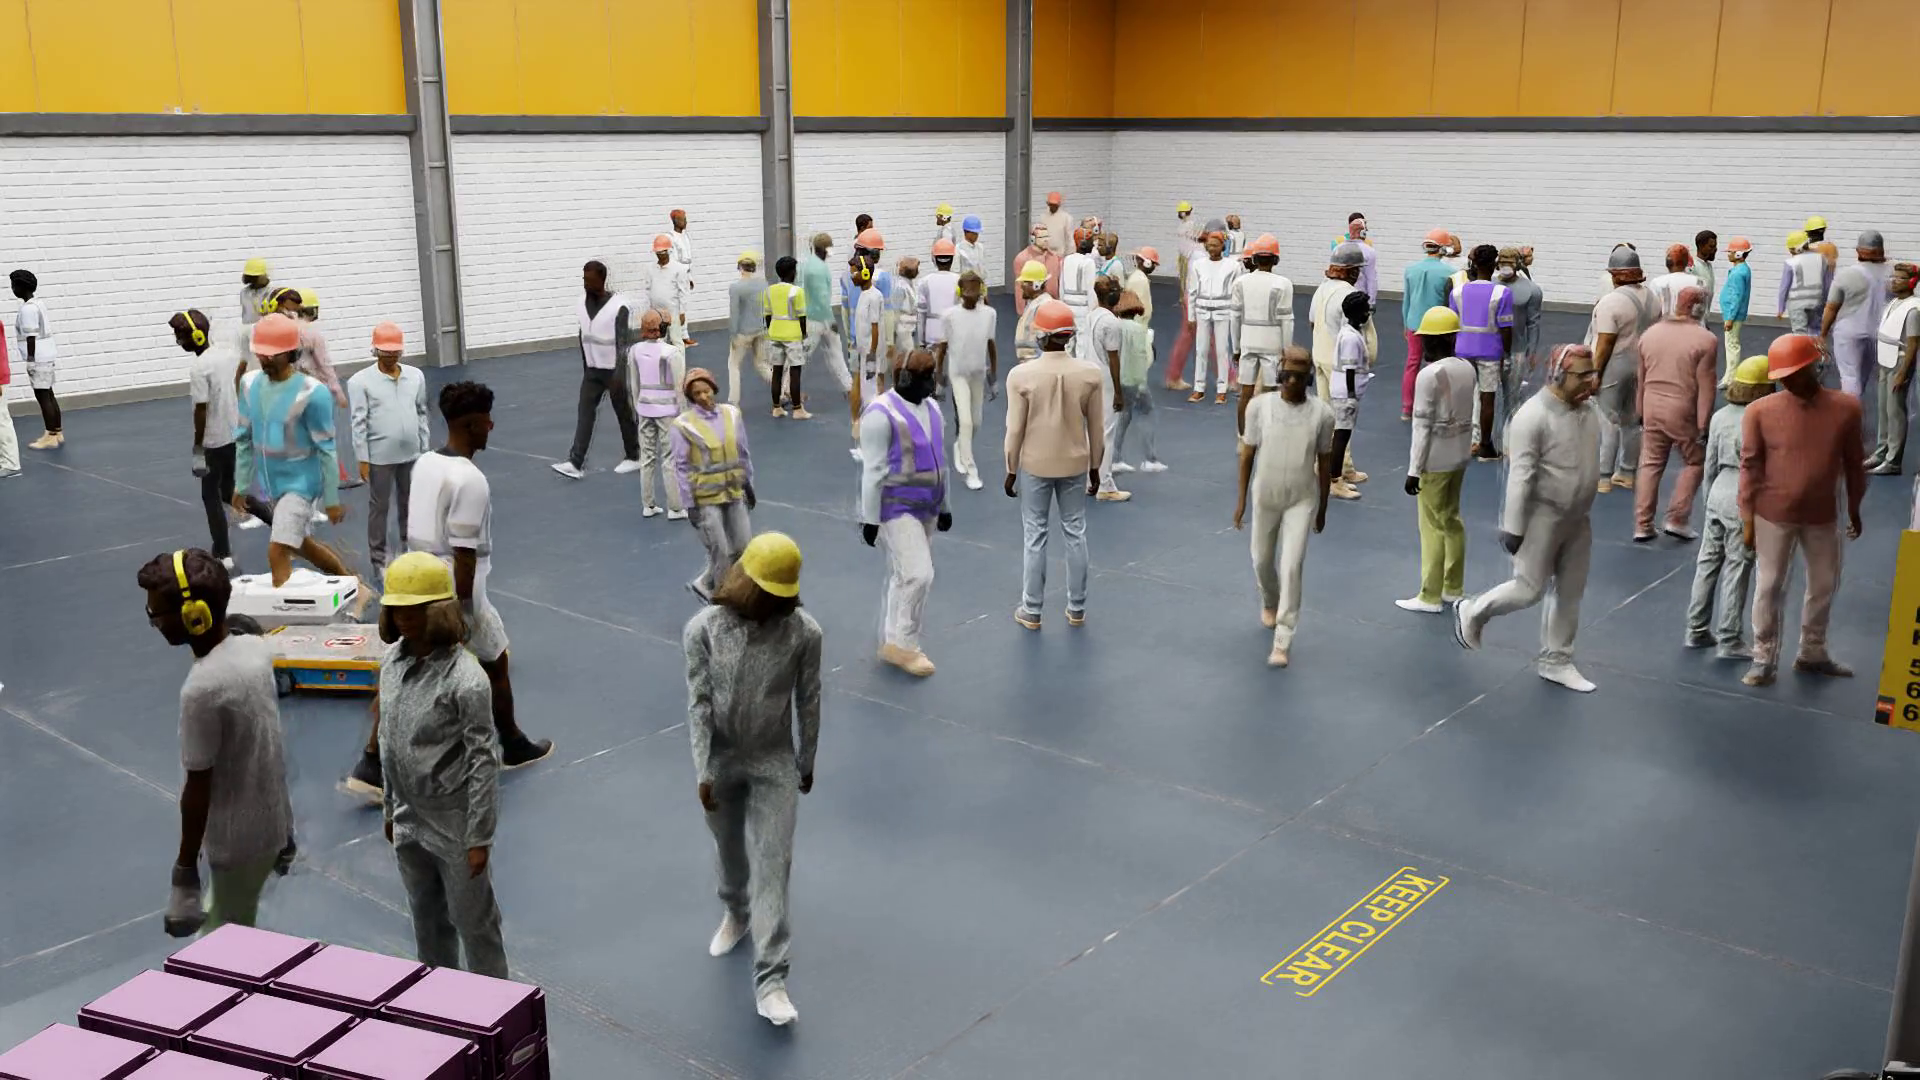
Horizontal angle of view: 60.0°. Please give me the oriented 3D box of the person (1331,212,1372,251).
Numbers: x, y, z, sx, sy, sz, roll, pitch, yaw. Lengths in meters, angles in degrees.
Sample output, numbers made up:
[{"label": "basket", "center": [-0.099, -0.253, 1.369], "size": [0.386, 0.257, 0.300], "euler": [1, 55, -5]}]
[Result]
[{"label": "person", "center": [5.019, -3.249, 21.415], "size": [0.590, 1.915, 0.392], "euler": [-6, 15, -24]}]

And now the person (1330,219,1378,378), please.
[{"label": "person", "center": [4.767, -2.907, 20.064], "size": [0.410, 1.909, 0.643], "euler": [-12, 18, -40]}]

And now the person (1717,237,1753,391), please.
[{"label": "person", "center": [8.883, -2.597, 19.134], "size": [0.330, 1.751, 0.564], "euler": [7, 16, 26]}]

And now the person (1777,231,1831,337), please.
[{"label": "person", "center": [10.223, -2.856, 20.178], "size": [0.646, 1.763, 0.896], "euler": [-3, 14, -12]}]

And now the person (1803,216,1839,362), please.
[{"label": "person", "center": [10.575, -3.048, 20.626], "size": [0.591, 1.913, 0.421], "euler": [-7, 16, -26]}]

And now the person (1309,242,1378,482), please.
[{"label": "person", "center": [3.307, -1.528, 14.280], "size": [0.537, 2.000, 0.683], "euler": [-4, 15, -16]}]

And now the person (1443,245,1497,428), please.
[{"label": "person", "center": [5.111, -2.006, 16.595], "size": [0.619, 1.845, 0.430], "euler": [0, 14, 2]}]

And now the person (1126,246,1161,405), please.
[{"label": "person", "center": [1.963, -2.328, 18.122], "size": [0.415, 1.717, 0.586], "euler": [0, 14, 2]}]

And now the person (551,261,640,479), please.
[{"label": "person", "center": [-3.119, -1.453, 14.321], "size": [0.621, 1.864, 0.982], "euler": [8, 16, 29]}]

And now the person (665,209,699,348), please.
[{"label": "person", "center": [-3.831, -3.577, 22.784], "size": [0.345, 1.883, 0.584], "euler": [5, 15, 19]}]

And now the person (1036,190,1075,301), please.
[{"label": "person", "center": [1.544, -4.739, 27.249], "size": [0.659, 1.971, 0.580], "euler": [4, 15, 16]}]

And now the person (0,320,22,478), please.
[{"label": "person", "center": [-8.439, -1.407, 14.411], "size": [0.574, 1.739, 0.350], "euler": [13, 19, 43]}]

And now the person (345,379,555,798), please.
[{"label": "person", "center": [-2.384, 0.231, 7.561], "size": [0.604, 1.909, 1.021], "euler": [12, 18, 40]}]

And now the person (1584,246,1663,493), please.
[{"label": "person", "center": [5.449, -1.425, 13.868], "size": [0.685, 2.000, 0.535], "euler": [-8, 16, -30]}]

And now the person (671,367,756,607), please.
[{"label": "person", "center": [-1.496, -0.256, 10.078], "size": [0.487, 1.607, 0.556], "euler": [13, 19, 42]}]

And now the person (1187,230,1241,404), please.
[{"label": "person", "center": [2.774, -2.435, 18.219], "size": [0.586, 1.883, 0.343], "euler": [6, 15, 22]}]

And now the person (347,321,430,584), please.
[{"label": "person", "center": [-3.777, -0.593, 11.132], "size": [0.339, 1.748, 0.565], "euler": [12, 18, 39]}]

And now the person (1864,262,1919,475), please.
[{"label": "person", "center": [8.170, -1.486, 14.498], "size": [0.389, 1.850, 0.565], "euler": [3, 14, 11]}]

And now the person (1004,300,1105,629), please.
[{"label": "person", "center": [0.566, -0.448, 10.050], "size": [0.622, 1.996, 0.370], "euler": [-3, 14, -12]}]

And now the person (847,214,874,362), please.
[{"label": "person", "center": [-1.280, -3.181, 21.171], "size": [0.392, 1.909, 0.585], "euler": [-2, 14, -10]}]

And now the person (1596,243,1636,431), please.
[{"label": "person", "center": [6.534, -2.023, 16.607], "size": [0.312, 1.869, 0.538], "euler": [-4, 14, -14]}]

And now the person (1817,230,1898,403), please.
[{"label": "person", "center": [8.845, -2.078, 16.477], "size": [0.702, 2.000, 0.957], "euler": [0, 14, 1]}]

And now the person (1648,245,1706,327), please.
[{"label": "person", "center": [7.056, -1.971, 16.451], "size": [0.588, 1.859, 0.443], "euler": [-1, 14, -5]}]

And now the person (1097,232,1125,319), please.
[{"label": "person", "center": [1.682, -2.536, 18.711], "size": [0.349, 1.843, 0.506], "euler": [-2, 14, -9]}]

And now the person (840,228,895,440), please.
[{"label": "person", "center": [-0.861, -1.958, 15.995], "size": [0.607, 2.044, 0.378], "euler": [10, 17, 36]}]

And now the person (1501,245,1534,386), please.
[{"label": "person", "center": [6.499, -2.598, 19.362], "size": [0.309, 1.644, 0.511], "euler": [10, 17, 35]}]

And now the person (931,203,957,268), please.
[{"label": "person", "center": [-0.241, -4.230, 25.492], "size": [0.404, 1.837, 0.589], "euler": [0, 14, 1]}]

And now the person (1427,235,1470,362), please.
[{"label": "person", "center": [6.256, -3.079, 21.304], "size": [0.507, 1.632, 0.272], "euler": [7, 16, 25]}]

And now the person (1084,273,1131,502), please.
[{"label": "person", "center": [1.186, -1.233, 13.496], "size": [0.338, 1.846, 0.514], "euler": [-5, 15, -20]}]

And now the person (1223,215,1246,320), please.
[{"label": "person", "center": [4.274, -4.256, 26.013], "size": [0.312, 1.632, 0.519], "euler": [13, 19, 41]}]

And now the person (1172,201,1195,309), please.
[{"label": "person", "center": [3.737, -4.742, 27.696], "size": [0.337, 1.763, 0.522], "euler": [-4, 15, -16]}]

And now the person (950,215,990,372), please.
[{"label": "person", "center": [0.125, -2.993, 20.355], "size": [0.419, 1.932, 0.622], "euler": [12, 18, 39]}]

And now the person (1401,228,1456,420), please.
[{"label": "person", "center": [4.804, -2.188, 17.037], "size": [0.400, 1.988, 0.611], "euler": [-13, 19, -42]}]

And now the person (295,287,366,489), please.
[{"label": "person", "center": [-5.383, -1.200, 13.614], "size": [0.526, 1.720, 0.914], "euler": [13, 19, 42]}]

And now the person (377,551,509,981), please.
[{"label": "person", "center": [-1.654, 0.883, 5.245], "size": [0.491, 1.746, 0.284], "euler": [9, 17, 32]}]

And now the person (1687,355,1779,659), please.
[{"label": "person", "center": [4.473, -0.192, 9.544], "size": [0.319, 1.742, 0.492], "euler": [-4, 14, -14]}]
